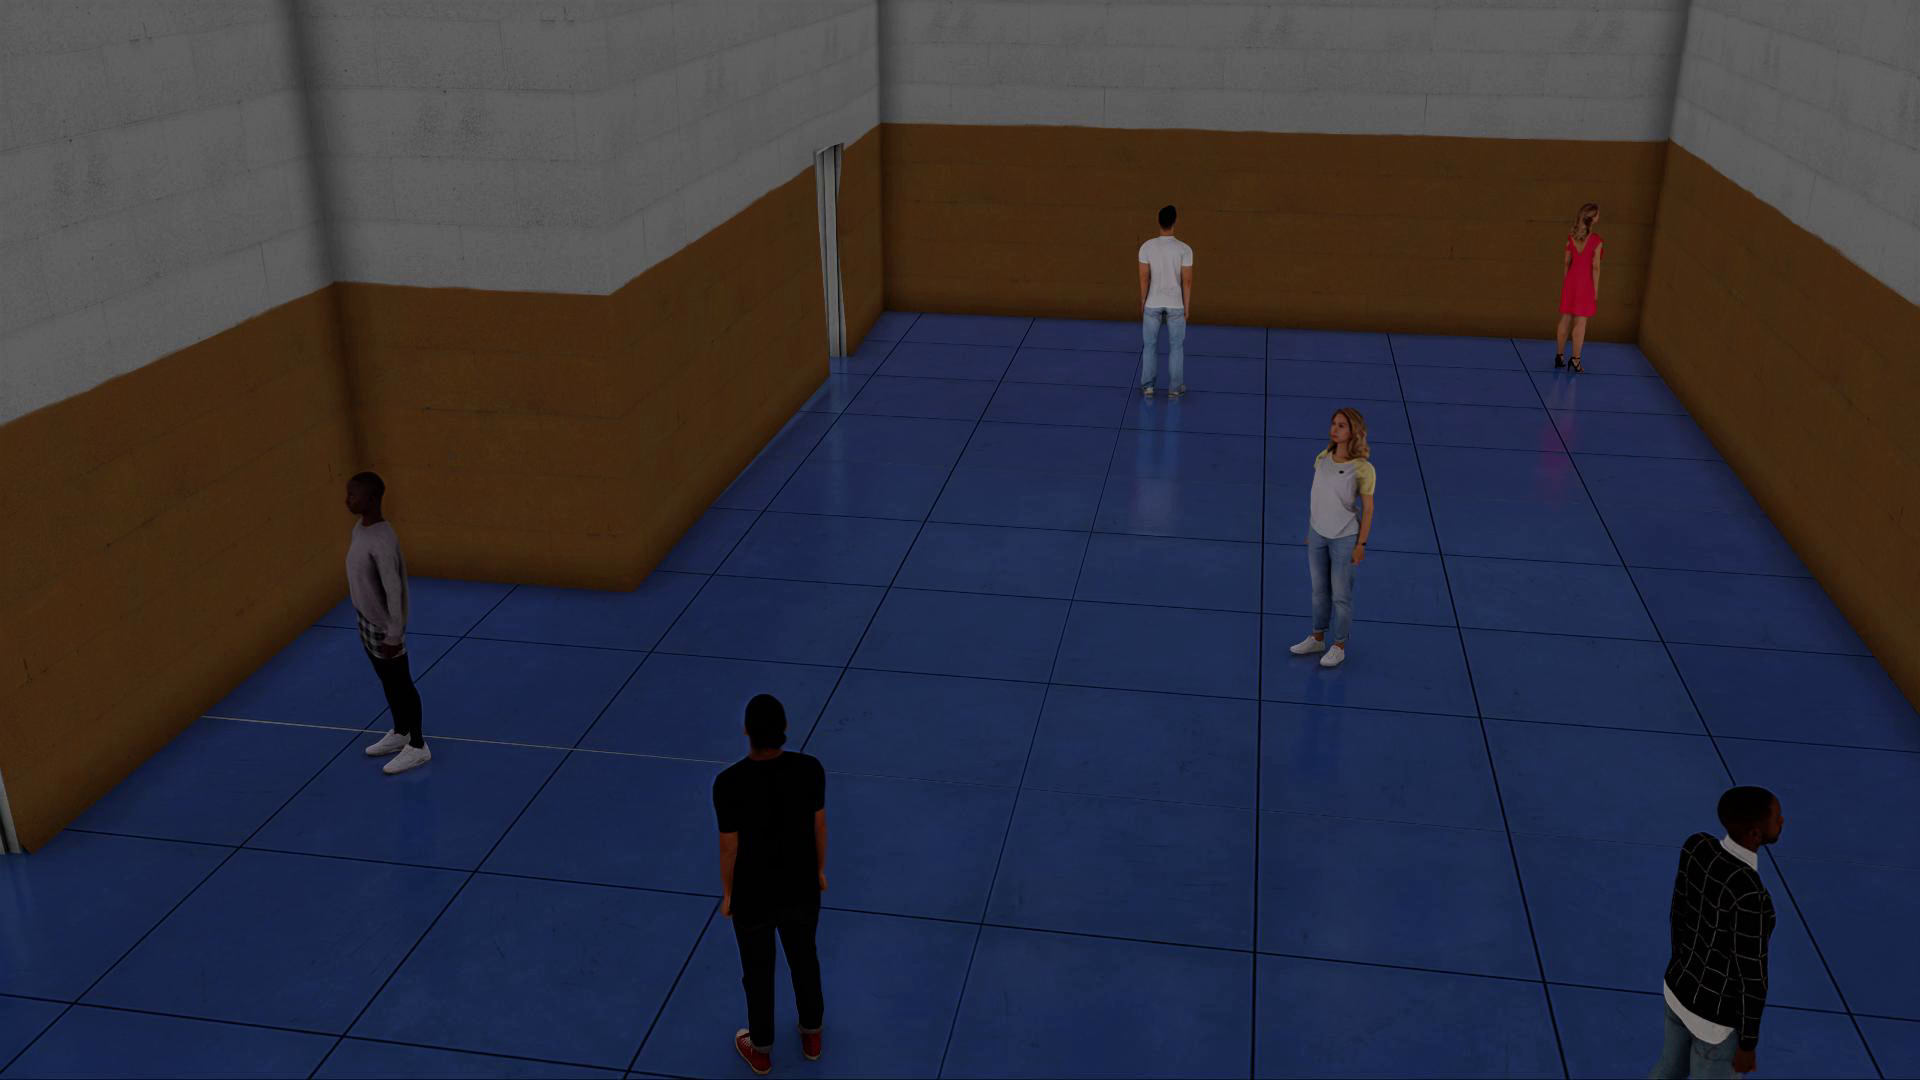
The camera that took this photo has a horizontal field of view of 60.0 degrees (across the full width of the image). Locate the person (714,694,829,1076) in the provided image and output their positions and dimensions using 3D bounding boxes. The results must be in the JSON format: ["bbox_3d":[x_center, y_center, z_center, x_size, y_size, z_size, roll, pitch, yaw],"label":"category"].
[{"bbox_3d":[-0.777,1.439,6.968,0.696,1.756,0.789,-9,24,-22],"label":"person"}]

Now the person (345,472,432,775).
[{"bbox_3d":[-3.246,0.454,9.398,0.751,1.772,0.680,-16,27,-35],"label":"person"}]

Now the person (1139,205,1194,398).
[{"bbox_3d":[1.992,-2.312,16.155,0.515,1.866,0.741,5,23,13],"label":"person"}]

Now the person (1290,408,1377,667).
[{"bbox_3d":[2.412,-0.026,10.637,0.767,1.723,0.696,-16,27,-34],"label":"person"}]

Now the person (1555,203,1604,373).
[{"bbox_3d":[6.343,-2.596,17.048,0.714,1.728,0.662,-13,25,-29],"label":"person"}]

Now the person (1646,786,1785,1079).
[{"bbox_3d":[2.779,1.715,6.195,0.669,1.820,0.722,-3,22,-7],"label":"person"}]
